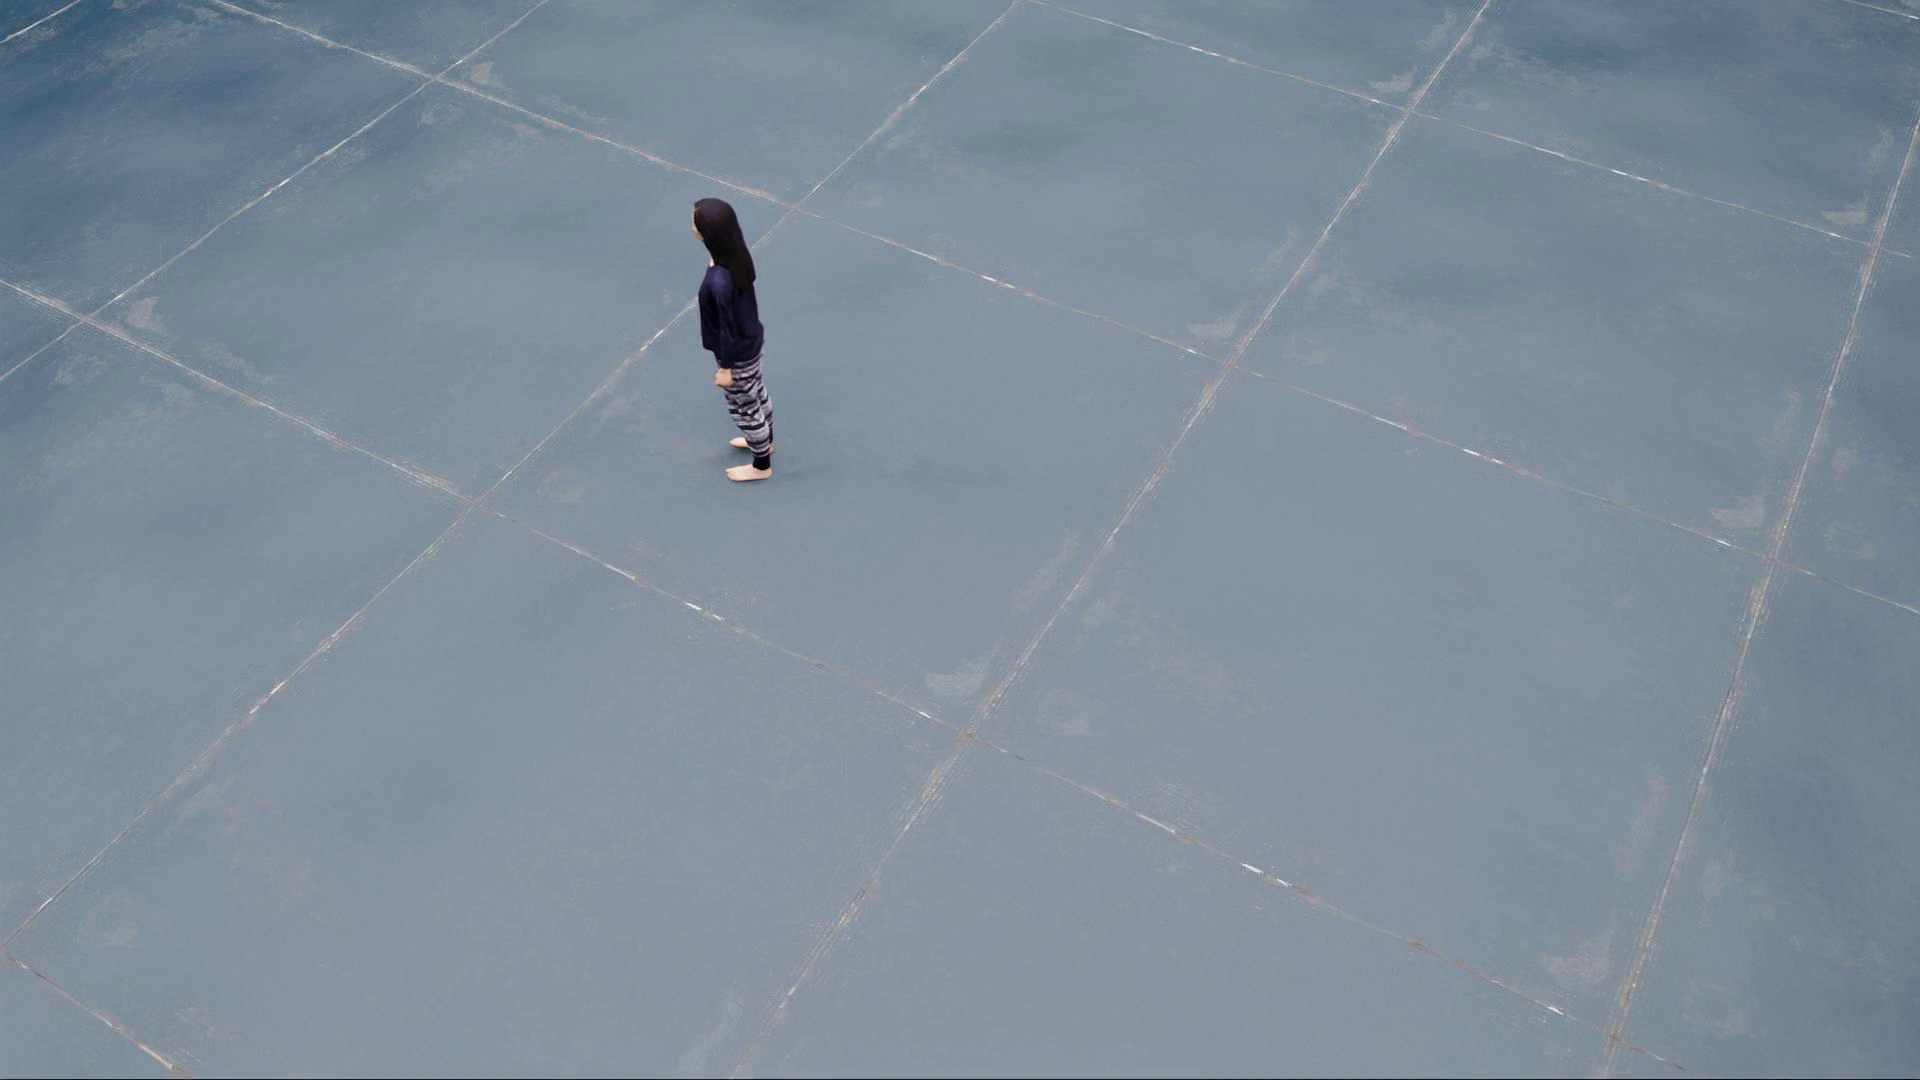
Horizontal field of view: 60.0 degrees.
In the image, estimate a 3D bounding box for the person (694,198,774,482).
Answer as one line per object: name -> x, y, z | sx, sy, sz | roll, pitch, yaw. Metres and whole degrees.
person -> -1.107, -0.993, 8.306 | 0.650, 1.732, 0.671 | 4, 47, 4
